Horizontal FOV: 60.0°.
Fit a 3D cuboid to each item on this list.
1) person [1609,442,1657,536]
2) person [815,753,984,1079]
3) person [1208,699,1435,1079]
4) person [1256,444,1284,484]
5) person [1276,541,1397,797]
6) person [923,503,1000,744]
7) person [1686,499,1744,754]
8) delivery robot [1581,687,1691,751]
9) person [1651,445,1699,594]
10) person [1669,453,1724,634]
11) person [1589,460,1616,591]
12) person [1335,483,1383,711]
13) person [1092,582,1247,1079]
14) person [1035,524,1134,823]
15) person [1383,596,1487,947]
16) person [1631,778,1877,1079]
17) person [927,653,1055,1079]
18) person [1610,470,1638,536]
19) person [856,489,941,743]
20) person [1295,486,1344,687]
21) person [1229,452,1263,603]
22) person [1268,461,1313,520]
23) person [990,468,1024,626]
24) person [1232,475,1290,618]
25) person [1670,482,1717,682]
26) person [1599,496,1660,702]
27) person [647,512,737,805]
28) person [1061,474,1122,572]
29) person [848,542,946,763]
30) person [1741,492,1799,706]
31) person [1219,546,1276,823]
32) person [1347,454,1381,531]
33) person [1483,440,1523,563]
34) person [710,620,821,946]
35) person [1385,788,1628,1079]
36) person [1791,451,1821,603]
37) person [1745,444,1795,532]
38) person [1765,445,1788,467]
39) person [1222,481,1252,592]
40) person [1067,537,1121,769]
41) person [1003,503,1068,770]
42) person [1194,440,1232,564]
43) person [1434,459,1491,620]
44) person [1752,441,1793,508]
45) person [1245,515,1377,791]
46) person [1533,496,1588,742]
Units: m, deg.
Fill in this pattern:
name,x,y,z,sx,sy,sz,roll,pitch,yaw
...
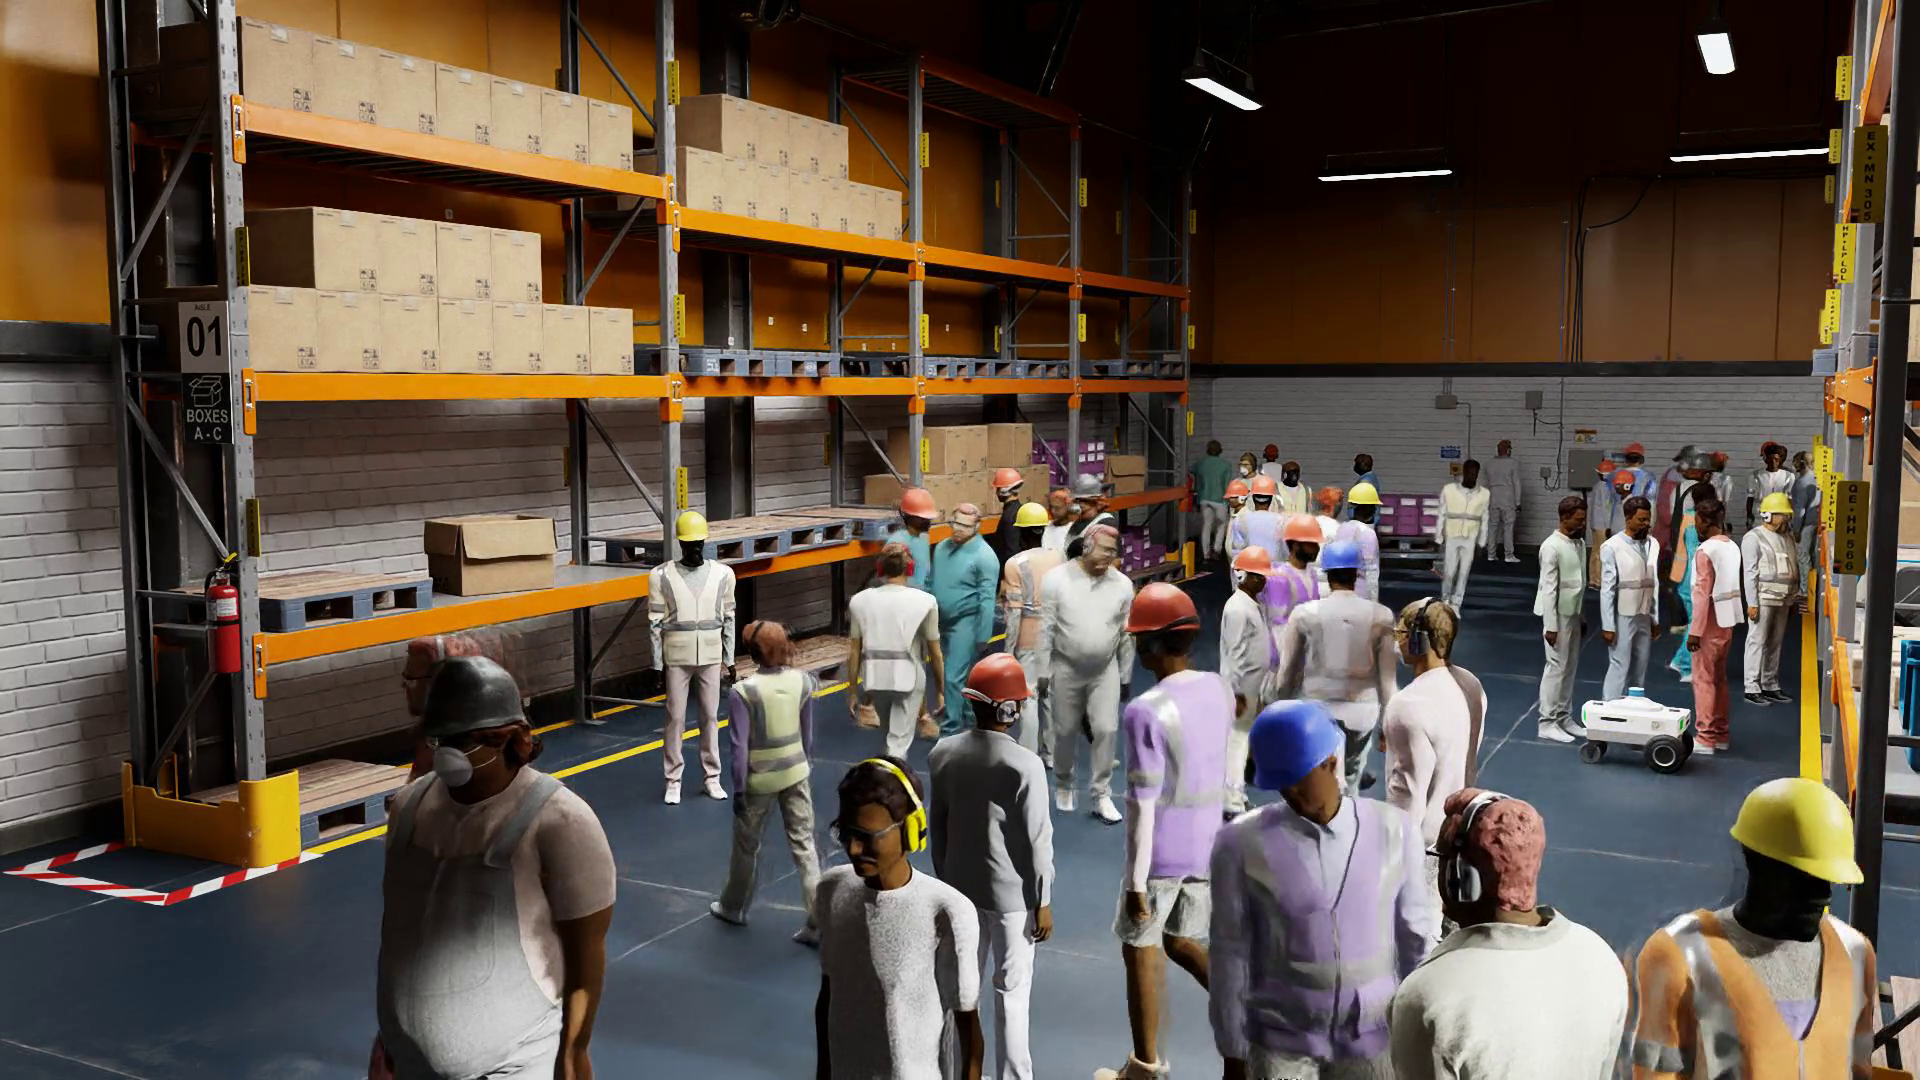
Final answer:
name,x,y,z,sx,sy,sz,roll,pitch,yaw
person,8.849,-0.284,21.950,0.604,2.012,0.907,3,6,26
person,-0.175,1.444,4.093,0.513,1.864,0.331,4,7,35
person,1.008,1.378,4.635,0.661,1.910,0.421,0,5,-3
person,4.623,-0.489,24.767,0.584,1.882,0.339,0,5,-4
person,2.102,0.956,9.292,0.618,1.882,1.049,0,5,1
person,-0.025,0.656,12.468,0.582,1.878,0.742,-4,7,-39
person,5.646,0.646,12.475,0.410,1.907,0.595,5,7,43
delivery robot,4.873,1.308,12.004,0.707,0.478,0.477,3,6,30
person,9.298,-0.288,21.775,0.760,2.000,0.725,-3,6,-26
person,8.061,0.049,18.148,0.536,2.000,0.684,-1,5,-9
person,8.642,-0.196,22.307,0.332,1.753,0.561,1,5,7
person,3.389,0.481,14.109,0.369,1.927,0.587,-2,6,-17
person,0.848,1.168,6.211,0.612,2.019,0.692,-5,7,-45
person,0.793,0.853,10.582,0.659,1.921,0.506,-1,5,-9
person,1.814,1.184,6.484,0.372,1.940,0.630,4,7,39
person,1.785,1.456,3.849,0.599,1.901,0.755,-1,5,-8
person,0.136,1.295,6.266,0.561,1.752,0.327,5,7,40
person,7.864,0.045,19.720,0.342,1.748,0.573,0,5,2
person,-0.445,0.581,12.963,0.942,1.966,0.643,2,6,17
person,3.194,0.450,14.757,0.405,1.865,0.609,-4,7,-40
person,3.592,-0.119,20.577,0.367,1.932,0.627,-5,7,-41
person,3.955,-0.022,19.958,0.626,1.846,0.429,-1,5,-12
person,0.466,0.322,15.465,0.393,1.990,0.623,1,5,11
person,2.741,0.381,15.121,0.545,1.939,0.373,1,5,9
person,6.757,0.397,15.293,0.414,1.884,0.638,3,6,28
person,5.166,0.609,12.856,0.597,1.908,0.401,-3,6,-30
person,-1.758,0.772,10.978,0.590,1.927,0.367,-2,6,-22
person,1.040,0.457,13.754,0.535,2.000,0.721,-2,6,-20
person,-0.402,0.911,10.205,0.578,1.796,0.988,2,6,19
person,6.992,0.505,14.331,0.590,1.836,0.404,-3,6,-30
person,1.814,0.905,10.483,0.339,1.748,0.563,2,6,19
person,5.399,-0.230,22.253,0.430,1.838,0.624,2,6,19
person,8.440,-0.597,25.814,0.408,1.908,0.641,-5,7,-42
person,-0.939,1.188,8.266,0.532,1.591,0.851,-5,7,-41
person,1.106,1.473,3.547,0.652,1.905,0.409,-4,6,-34
person,10.709,-0.166,21.092,0.374,1.932,0.622,5,7,43
person,10.914,-0.311,22.419,0.603,1.966,0.367,1,5,14
person,11.918,-0.448,24.333,0.582,1.881,0.338,-3,6,-32
person,2.968,0.236,17.744,0.364,1.741,0.560,-1,5,-8
person,0.898,0.801,12.117,0.786,1.656,0.540,5,7,40
person,0.515,0.698,11.769,0.594,1.926,0.366,-5,7,-43
person,3.906,-0.580,25.588,0.658,1.913,0.506,3,6,32
person,5.891,-0.005,19.492,0.629,1.891,0.451,0,5,3
person,11.114,-0.357,22.818,0.611,1.985,0.393,-2,6,-17
person,2.293,0.777,11.110,1.005,1.883,0.567,5,7,43
person,4.673,0.606,12.892,0.413,1.907,0.594,5,7,42
